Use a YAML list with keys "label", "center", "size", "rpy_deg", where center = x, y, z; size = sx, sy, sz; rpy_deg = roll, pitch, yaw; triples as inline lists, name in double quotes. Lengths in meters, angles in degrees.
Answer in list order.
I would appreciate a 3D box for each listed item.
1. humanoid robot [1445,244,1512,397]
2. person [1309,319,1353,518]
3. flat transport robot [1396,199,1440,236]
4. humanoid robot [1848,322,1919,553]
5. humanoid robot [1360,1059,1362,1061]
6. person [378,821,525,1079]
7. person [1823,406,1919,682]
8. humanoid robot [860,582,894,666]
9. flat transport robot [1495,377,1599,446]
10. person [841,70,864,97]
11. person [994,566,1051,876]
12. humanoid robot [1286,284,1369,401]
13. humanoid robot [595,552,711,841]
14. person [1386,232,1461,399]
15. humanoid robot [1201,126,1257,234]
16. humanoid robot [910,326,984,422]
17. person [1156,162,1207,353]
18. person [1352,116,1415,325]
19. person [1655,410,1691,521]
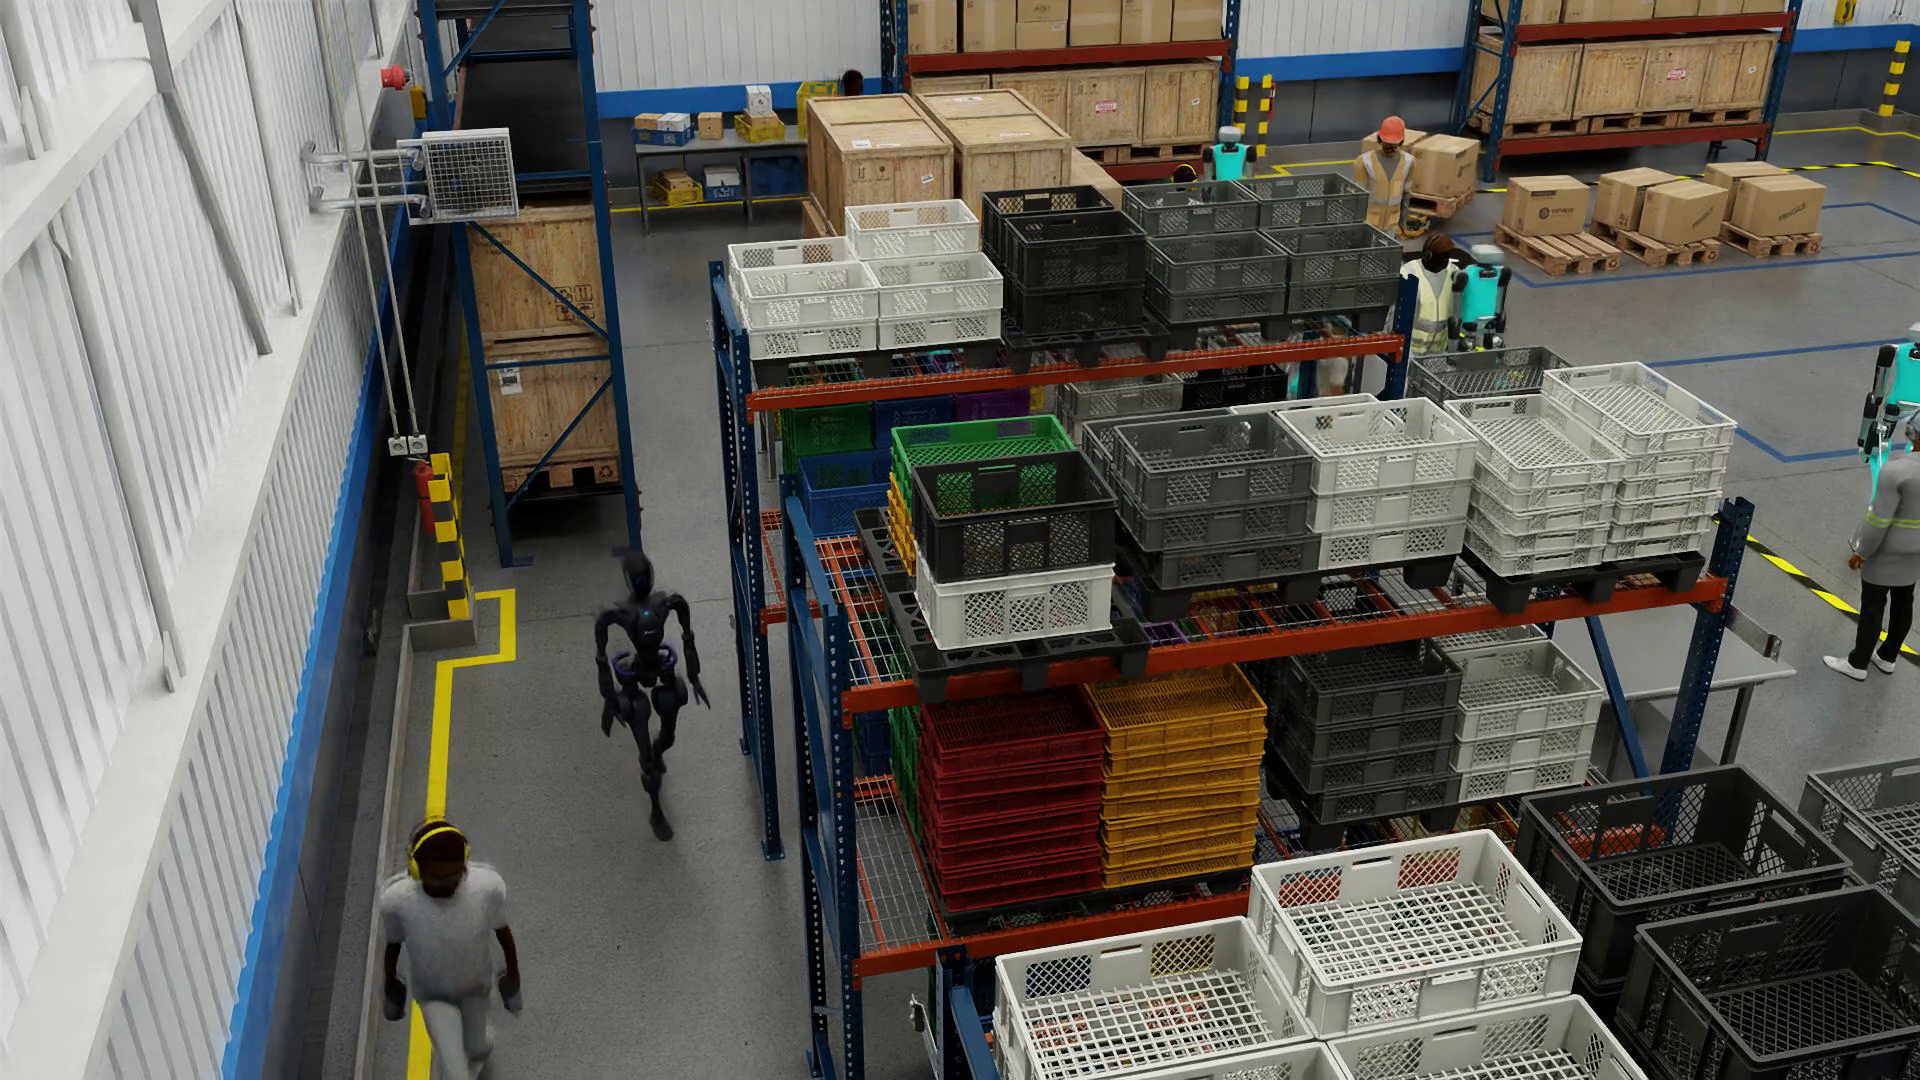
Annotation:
- label: "humanoid robot"
  center: [4.162, -1.354, 13.128]
  size: [0.549, 1.862, 0.734]
  rpy_deg: [-11, 30, -20]
- label: "person"
  center: [2.630, -0.916, 12.131]
  size: [0.857, 1.814, 0.521]
  rpy_deg: [4, 28, 8]
- label: "flat transport robot"
  center: [5.229, -3.838, 19.298]
  size: [0.652, 0.197, 1.431]
  rpy_deg: [17, 32, 29]
- label: "humanoid robot"
  center: [6.519, -0.636, 11.535]
  size: [0.533, 1.676, 0.735]
  rpy_deg: [13, 30, 23]
- label: "humanoid robot"
  center: [1.366, 2.368, 6.053]
  size: [0.428, 1.641, 0.598]
  rpy_deg: [-12, 30, -22]
- label: "person"
  center: [-2.116, 1.832, 6.921]
  size: [0.563, 1.816, 0.878]
  rpy_deg: [-11, 30, -20]
- label: "person"
  center: [5.796, 0.016, 10.322]
  size: [0.587, 1.848, 0.396]
  rpy_deg: [-8, 29, -14]
- label: "humanoid robot"
  center: [-0.509, 0.119, 10.311]
  size: [0.348, 1.653, 0.596]
  rpy_deg: [-16, 32, -27]
- label: "flat transport robot"
  center: [4.780, -1.036, 14.013]
  size: [0.659, 0.231, 1.431]
  rpy_deg: [-6, 28, -12]
- label: "person"
  center: [-1.164, -4.258, 18.414]
  size: [0.990, 1.862, 0.593]
  rpy_deg: [0, 28, 1]
- label: "person"
  center: [0.222, 0.981, 8.304]
  size: [0.582, 2.021, 0.622]
  rpy_deg: [-3, 28, -6]
- label: "humanoid robot"
  center: [2.786, -1.425, 13.105]
  size: [0.733, 1.724, 0.535]
  rpy_deg: [-20, 34, -33]
- label: "humanoid robot"
  center: [-1.714, 0.777, 9.125]
  size: [0.600, 1.652, 0.767]
  rpy_deg: [-13, 31, -24]
- label: "person"
  center: [3.710, -1.585, 13.376]
  size: [0.633, 1.832, 0.430]
  rpy_deg: [-7, 29, -13]
- label: "humanoid robot"
  center: [2.639, -3.069, 16.410]
  size: [0.544, 1.902, 0.727]
  rpy_deg: [2, 28, 4]
- label: "humanoid robot"
  center: [0.060, -0.948, 12.318]
  size: [1.003, 1.775, 0.532]
  rpy_deg: [6, 28, 11]
- label: "person"
  center: [1.991, -2.480, 15.034]
  size: [0.507, 1.872, 0.329]
  rpy_deg: [8, 29, 15]
- label: "person"
  center: [4.021, -3.042, 15.925]
  size: [0.604, 2.037, 0.390]
  rpy_deg: [-4, 28, -8]
- label: "person"
  center: [4.268, 0.005, 10.429]
  size: [0.310, 1.768, 0.521]
  rpy_deg: [-13, 31, -24]
